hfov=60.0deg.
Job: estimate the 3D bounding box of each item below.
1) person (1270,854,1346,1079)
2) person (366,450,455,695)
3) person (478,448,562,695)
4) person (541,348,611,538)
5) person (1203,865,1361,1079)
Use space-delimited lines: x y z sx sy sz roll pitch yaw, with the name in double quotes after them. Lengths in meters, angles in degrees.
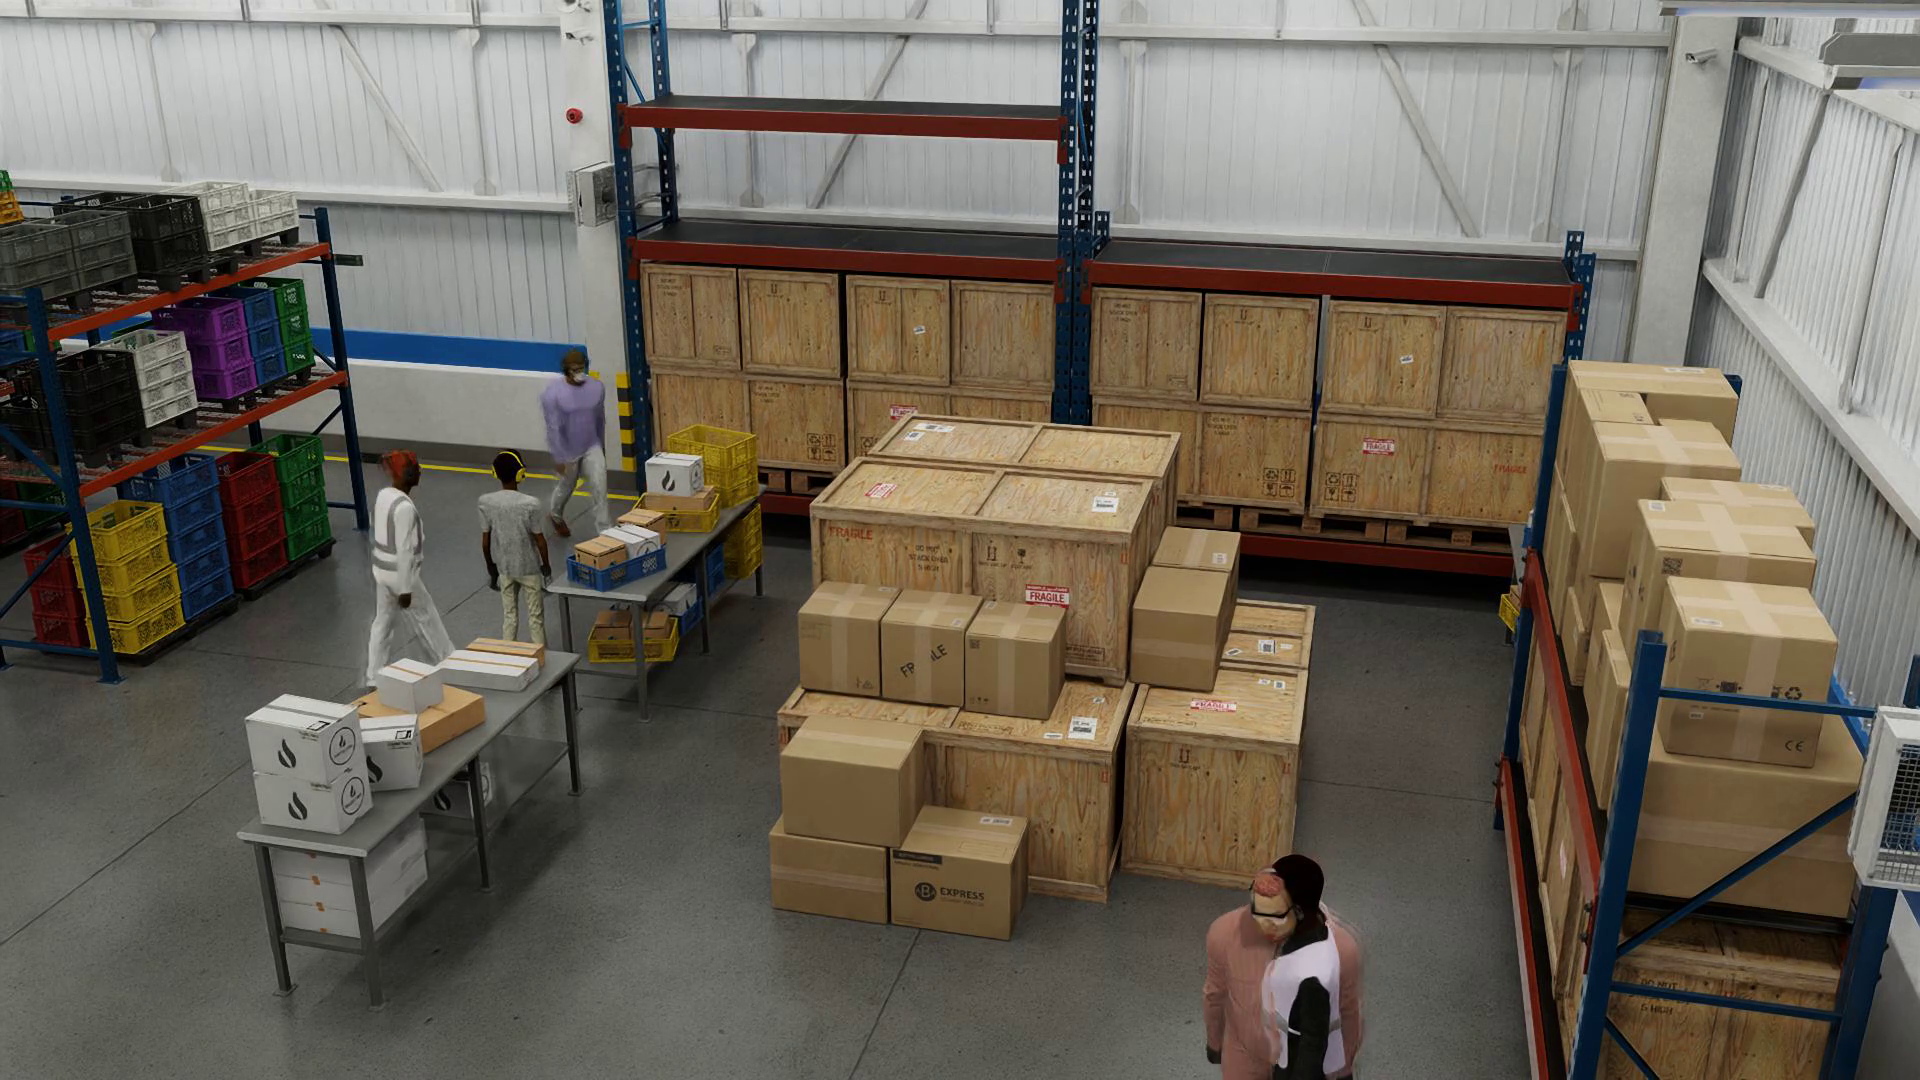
1.425 2.174 7.038 0.391 1.914 0.587 2 21 5 "person"
-4.019 0.235 12.207 0.966 1.828 0.586 -17 27 -37 "person"
-3.222 0.234 12.170 0.521 1.874 0.327 3 21 7 "person"
-3.461 -0.827 14.935 0.619 1.899 0.996 -15 25 -34 "person"
1.383 2.133 7.218 0.668 1.870 0.709 5 21 13 "person"
